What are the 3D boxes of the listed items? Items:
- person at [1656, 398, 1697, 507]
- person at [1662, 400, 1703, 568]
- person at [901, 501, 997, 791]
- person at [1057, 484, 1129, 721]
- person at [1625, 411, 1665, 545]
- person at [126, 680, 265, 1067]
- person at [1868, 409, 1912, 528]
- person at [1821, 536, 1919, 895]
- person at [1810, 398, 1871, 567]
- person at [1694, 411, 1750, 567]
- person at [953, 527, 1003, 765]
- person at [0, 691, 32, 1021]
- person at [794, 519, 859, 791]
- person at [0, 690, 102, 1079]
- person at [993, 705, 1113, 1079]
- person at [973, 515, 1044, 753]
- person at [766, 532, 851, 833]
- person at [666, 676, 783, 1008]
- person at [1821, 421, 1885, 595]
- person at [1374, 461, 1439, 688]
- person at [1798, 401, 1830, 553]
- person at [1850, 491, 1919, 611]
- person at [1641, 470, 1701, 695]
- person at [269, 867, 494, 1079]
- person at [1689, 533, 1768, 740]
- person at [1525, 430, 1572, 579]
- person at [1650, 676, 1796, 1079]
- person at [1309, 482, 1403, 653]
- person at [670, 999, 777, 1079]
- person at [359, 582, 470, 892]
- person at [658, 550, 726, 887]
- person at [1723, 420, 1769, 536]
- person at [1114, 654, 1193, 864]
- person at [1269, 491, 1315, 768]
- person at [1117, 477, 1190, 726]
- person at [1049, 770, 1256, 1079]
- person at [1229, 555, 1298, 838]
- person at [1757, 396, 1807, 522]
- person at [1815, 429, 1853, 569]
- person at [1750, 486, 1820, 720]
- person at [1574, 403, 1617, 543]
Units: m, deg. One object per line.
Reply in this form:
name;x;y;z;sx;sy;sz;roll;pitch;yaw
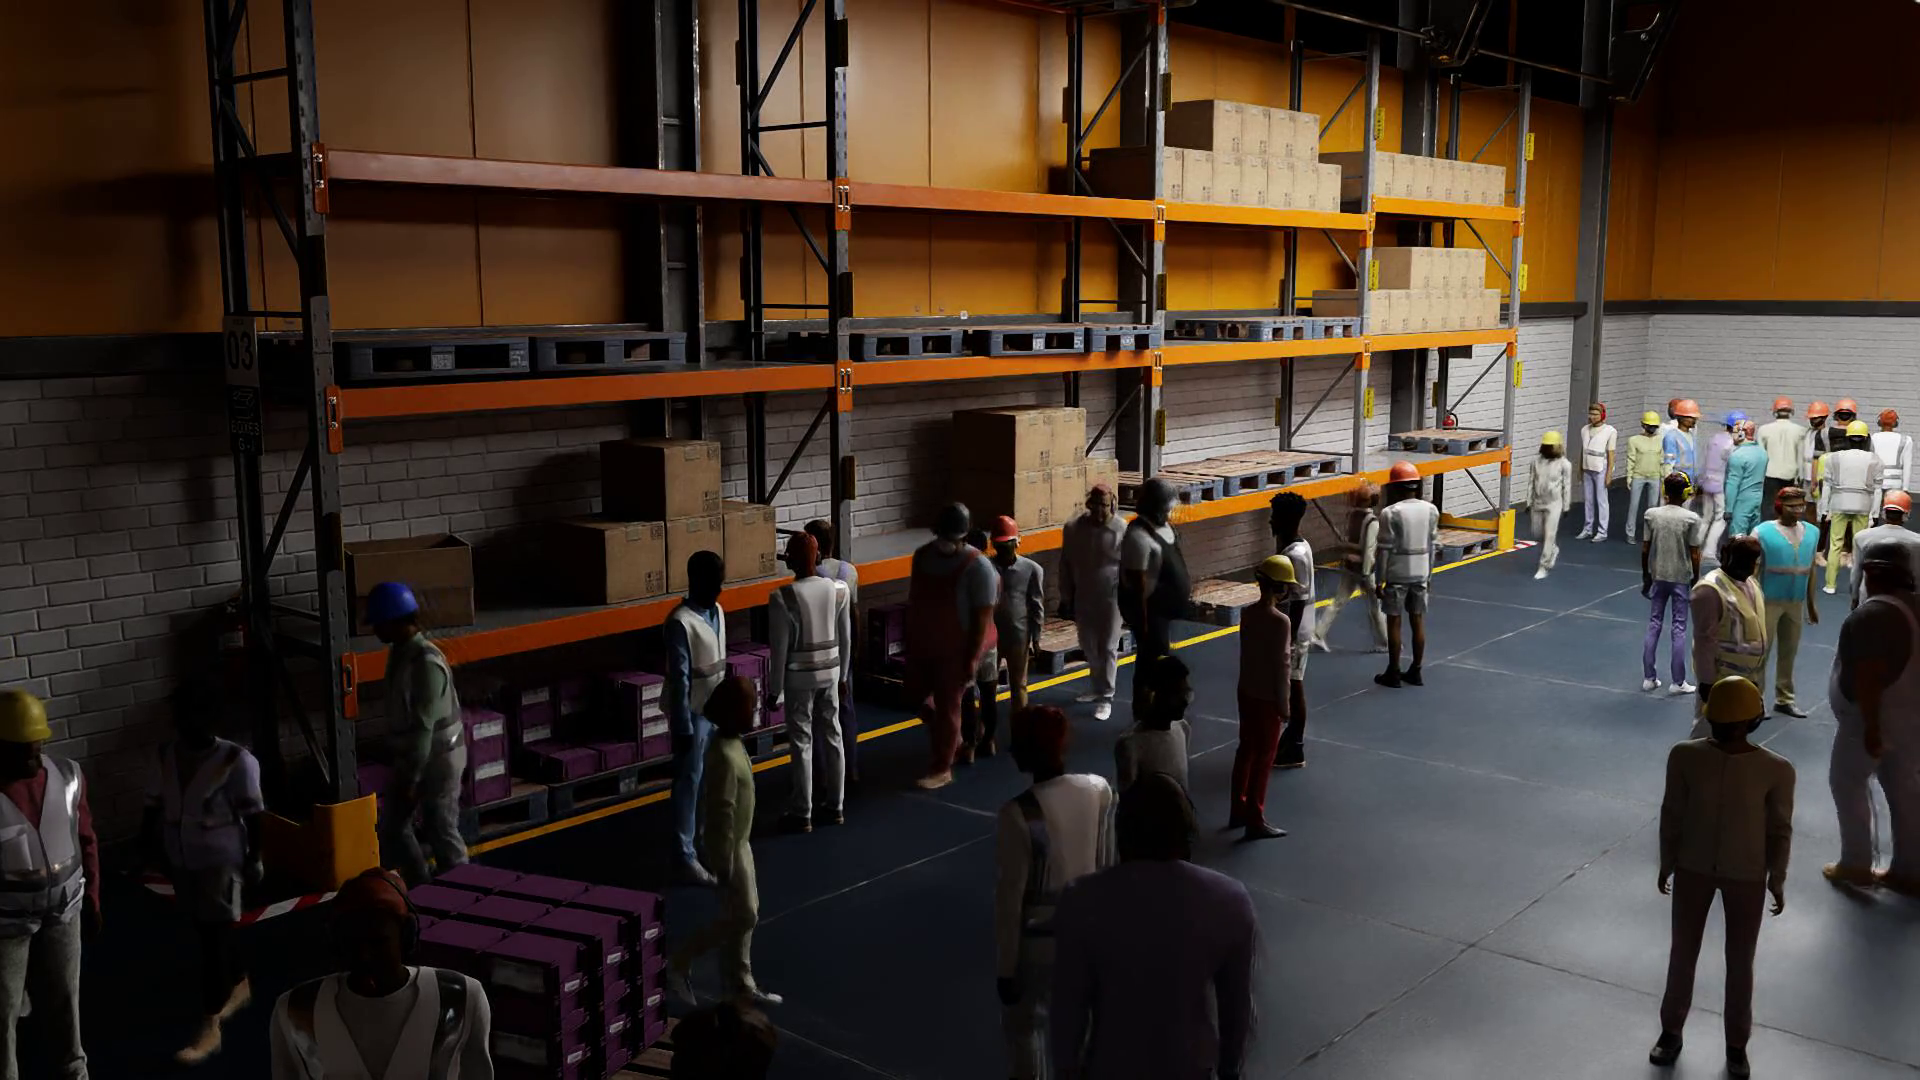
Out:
person;9.526;-0.962;22.303;0.599;1.880;0.435;-3;9;-17
person;8.568;-0.646;19.741;0.616;2.039;0.386;-8;12;-41
person;-0.106;0.680;11.192;0.727;2.000;0.568;8;12;42
person;1.139;0.457;13.218;0.662;1.870;0.699;5;10;28
person;8.943;-0.800;21.654;0.528;1.761;0.339;1;9;5
person;-3.415;1.439;7.488;0.550;1.676;0.610;3;9;17
person;11.280;-0.656;20.315;0.573;1.883;0.357;5;10;27
person;5.238;0.961;9.382;0.702;2.000;0.623;-4;10;-24
person;10.596;-0.687;20.053;0.611;2.032;0.411;5;10;27
person;9.155;-0.616;20.009;0.500;1.898;0.675;-1;9;-6
person;0.085;0.750;11.849;0.317;1.697;0.534;7;11;40
person;-4.552;1.314;7.571;0.594;1.906;0.450;-5;10;-31
person;-0.914;0.773;11.277;0.514;1.838;0.341;-7;11;-39
person;-3.738;1.491;6.666;0.403;1.825;0.593;6;11;34
person;0.346;1.521;6.372;0.644;1.849;0.652;-6;11;-36
person;0.323;0.688;12.060;0.564;1.752;0.338;2;9;12
person;-0.942;0.881;10.391;0.572;1.887;0.355;-6;11;-35
person;-1.110;1.424;7.745;0.472;1.614;0.511;-1;9;-4
person;9.732;-0.342;18.179;0.587;1.920;0.396;5;10;28
person;3.743;0.296;14.057;0.544;1.926;0.376;-3;9;-16
person;10.817;-0.791;21.048;0.386;1.929;0.543;-2;9;-10
person;7.549;0.466;13.529;0.568;1.743;0.350;8;12;41
person;5.931;0.352;13.856;0.329;1.872;0.510;-8;12;-41
person;-1.542;1.799;4.482;0.581;1.882;0.351;-2;9;-15
person;4.919;0.867;10.649;0.619;1.839;0.430;-7;11;-37
person;6.866;-0.431;19.353;0.641;1.726;0.494;-8;12;-43
person;3.286;1.441;7.182;0.523;1.763;0.329;5;10;31
person;3.646;0.263;15.292;0.878;1.602;0.507;-3;9;-16
person;-0.486;1.927;3.826;0.339;1.838;0.502;-2;9;-12
person;-2.792;1.152;8.578;0.582;1.911;0.614;-7;11;-37
person;-1.511;0.999;9.550;0.398;1.912;0.590;2;9;14
person;8.713;-0.390;18.563;0.643;1.901;0.396;-6;11;-35
person;0.835;1.395;7.187;0.332;1.859;0.501;7;11;38
person;2.324;0.628;11.761;0.369;1.967;0.601;2;9;10
person;1.458;0.474;12.524;0.542;2.000;0.701;3;9;19
person;0.592;1.653;5.294;0.661;1.919;0.622;-1;9;-4
person;1.903;0.962;10.323;0.377;1.752;0.520;-3;9;-17
person;10.555;-0.871;21.435;0.629;1.969;0.803;3;9;19
person;10.519;-0.492;19.894;0.554;1.684;0.340;2;9;12
person;6.445;0.486;13.074;0.569;1.845;0.385;-2;9;-10
person;8.420;-0.890;21.979;0.387;1.838;0.563;-4;10;-23
